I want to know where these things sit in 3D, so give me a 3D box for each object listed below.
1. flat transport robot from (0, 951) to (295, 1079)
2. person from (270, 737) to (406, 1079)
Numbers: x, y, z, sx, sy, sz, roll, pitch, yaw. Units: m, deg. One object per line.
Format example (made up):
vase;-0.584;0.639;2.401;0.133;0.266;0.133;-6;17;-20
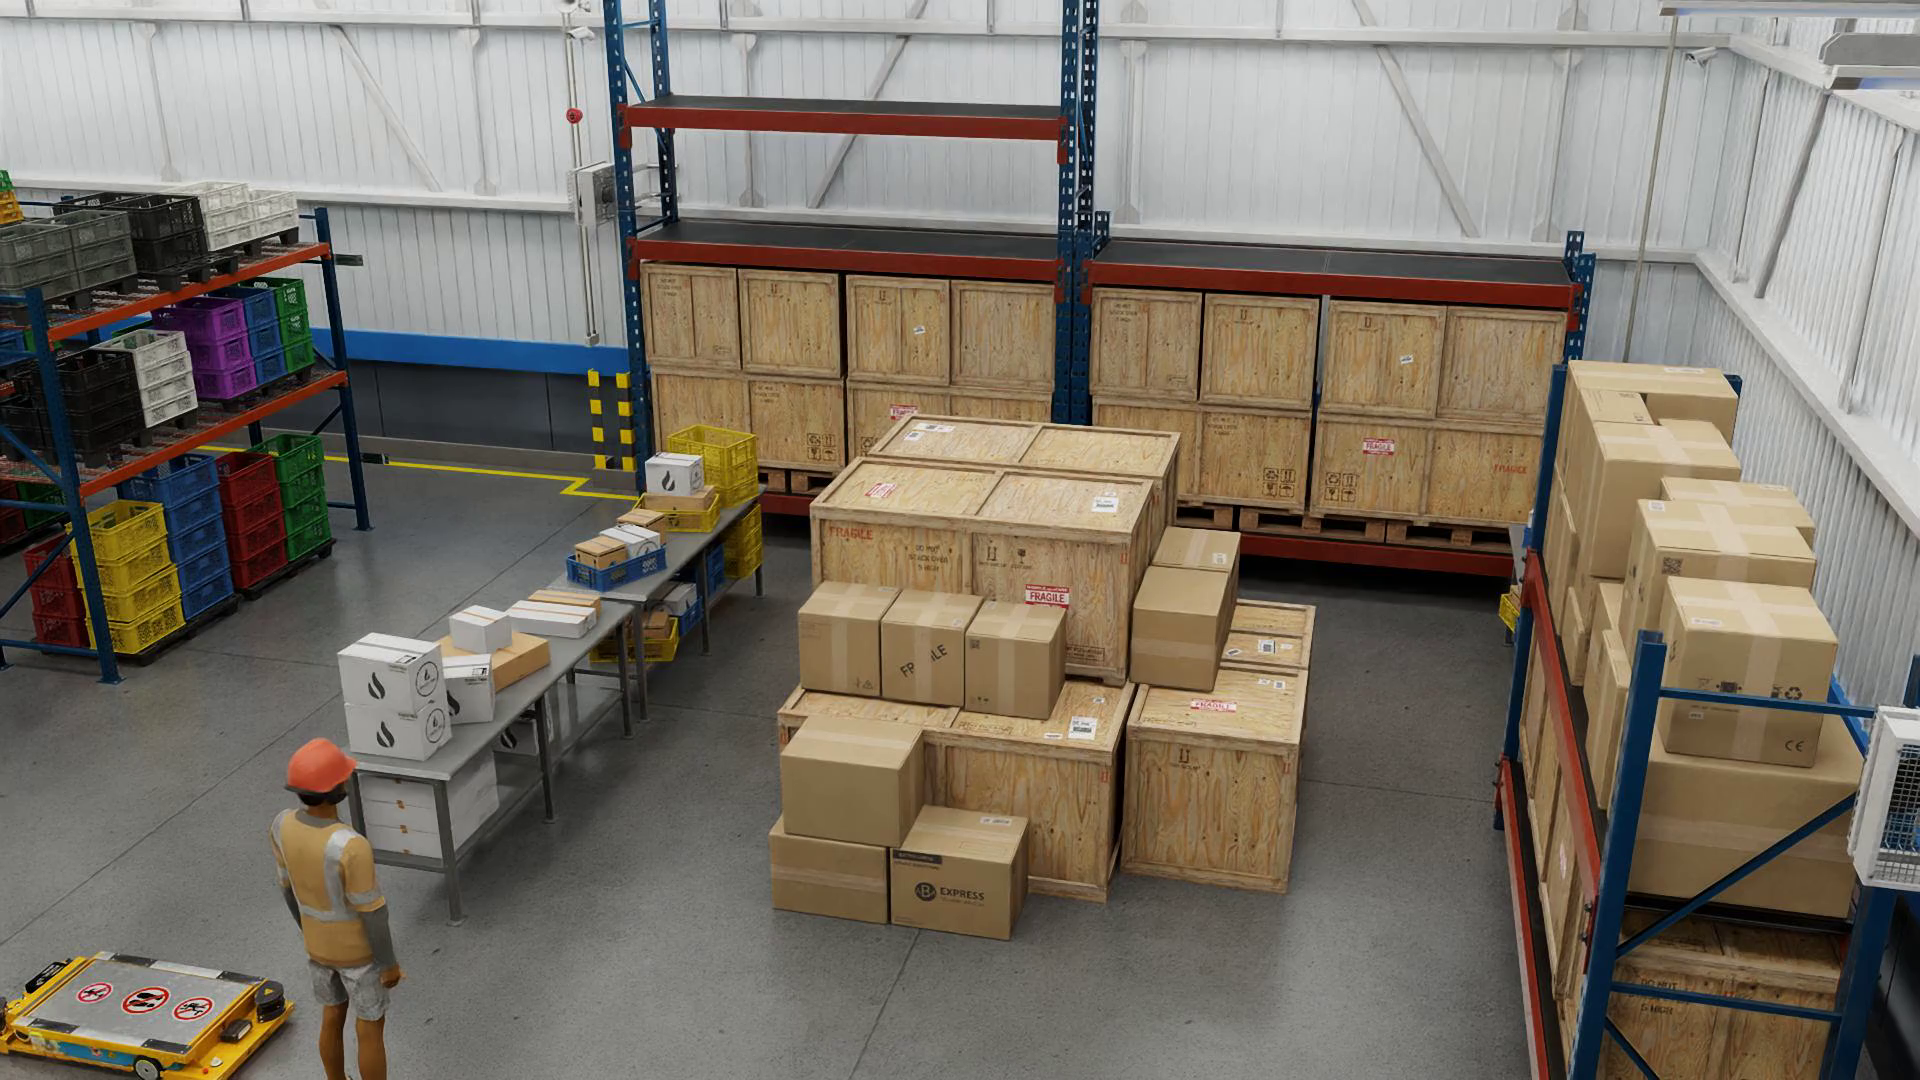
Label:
flat transport robot;-4.270;2.464;8.601;1.431;0.231;0.659;5;22;13
person;-2.844;1.850;7.719;0.606;2.048;0.366;11;24;27
